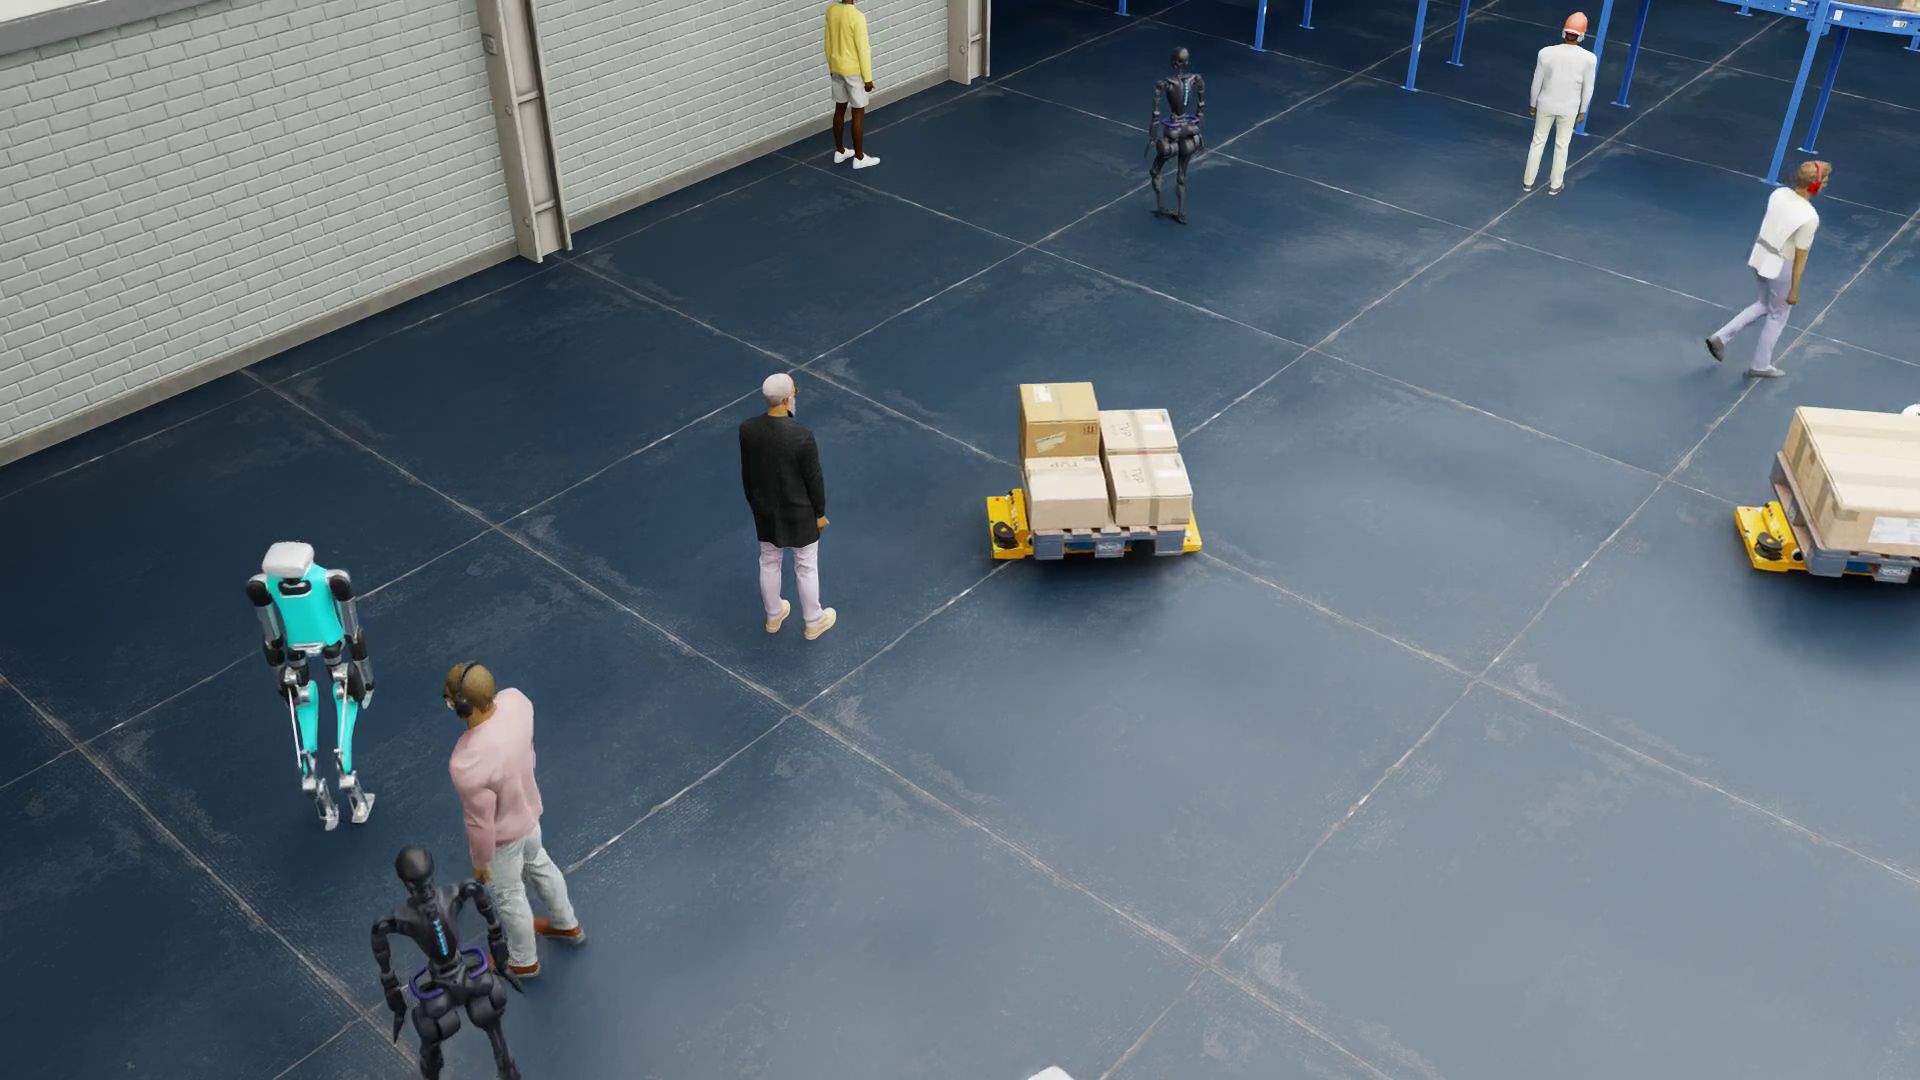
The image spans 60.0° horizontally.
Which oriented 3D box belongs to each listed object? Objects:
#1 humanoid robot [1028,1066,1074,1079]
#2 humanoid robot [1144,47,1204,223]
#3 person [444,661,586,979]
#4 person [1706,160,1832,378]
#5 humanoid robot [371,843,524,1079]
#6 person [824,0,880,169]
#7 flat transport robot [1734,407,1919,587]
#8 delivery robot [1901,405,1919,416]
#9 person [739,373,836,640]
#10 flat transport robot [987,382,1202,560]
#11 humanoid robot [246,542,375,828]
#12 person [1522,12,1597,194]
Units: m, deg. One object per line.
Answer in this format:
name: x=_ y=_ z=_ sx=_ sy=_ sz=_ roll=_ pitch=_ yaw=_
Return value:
humanoid robot: x=0.114 y=2.544 z=6.588 sx=0.534 sy=1.781 sz=1.004 roll=-27 pitch=44 yaw=-33
humanoid robot: x=2.014 y=-3.760 z=15.452 sx=0.596 sy=1.641 sz=0.397 roll=-14 pitch=38 yaw=-19
person: x=-2.187 y=1.369 z=8.043 sx=0.497 sy=1.935 sz=0.642 roll=7 pitch=36 yaw=10
person: x=6.365 y=-2.093 z=12.983 sx=0.560 sy=1.829 sz=0.573 roll=-3 pitch=36 yaw=-4
humanoid robot: x=-2.247 y=2.011 z=7.380 sx=0.589 sy=1.626 sz=0.646 roll=-22 pitch=41 yaw=-28
person: x=-1.099 y=-4.643 z=16.502 sx=0.552 sy=1.899 sz=0.358 roll=27 pitch=44 yaw=33
flat transport robot: x=6.130 y=0.007 z=11.378 sx=1.431 sy=0.231 sz=0.659 roll=5 pitch=36 yaw=8
delivery robot: x=6.903 y=-0.669 z=12.082 sx=0.499 sy=0.595 sz=0.791 roll=28 pitch=44 yaw=33
person: x=-1.077 y=-0.187 z=10.284 sx=0.530 sy=1.855 sz=0.411 roll=12 pitch=37 yaw=16
flat transport robot: x=0.924 y=-0.149 z=11.597 sx=1.431 sy=0.231 sz=0.659 roll=-2 pitch=36 yaw=-3
humanoid robot: x=-3.418 y=0.888 z=8.858 sx=0.532 sy=1.780 sz=0.707 roll=-3 pitch=36 yaw=-5
person: x=5.760 y=-4.192 z=15.993 sx=0.562 sy=1.751 sz=0.328 roll=14 pitch=38 yaw=19
